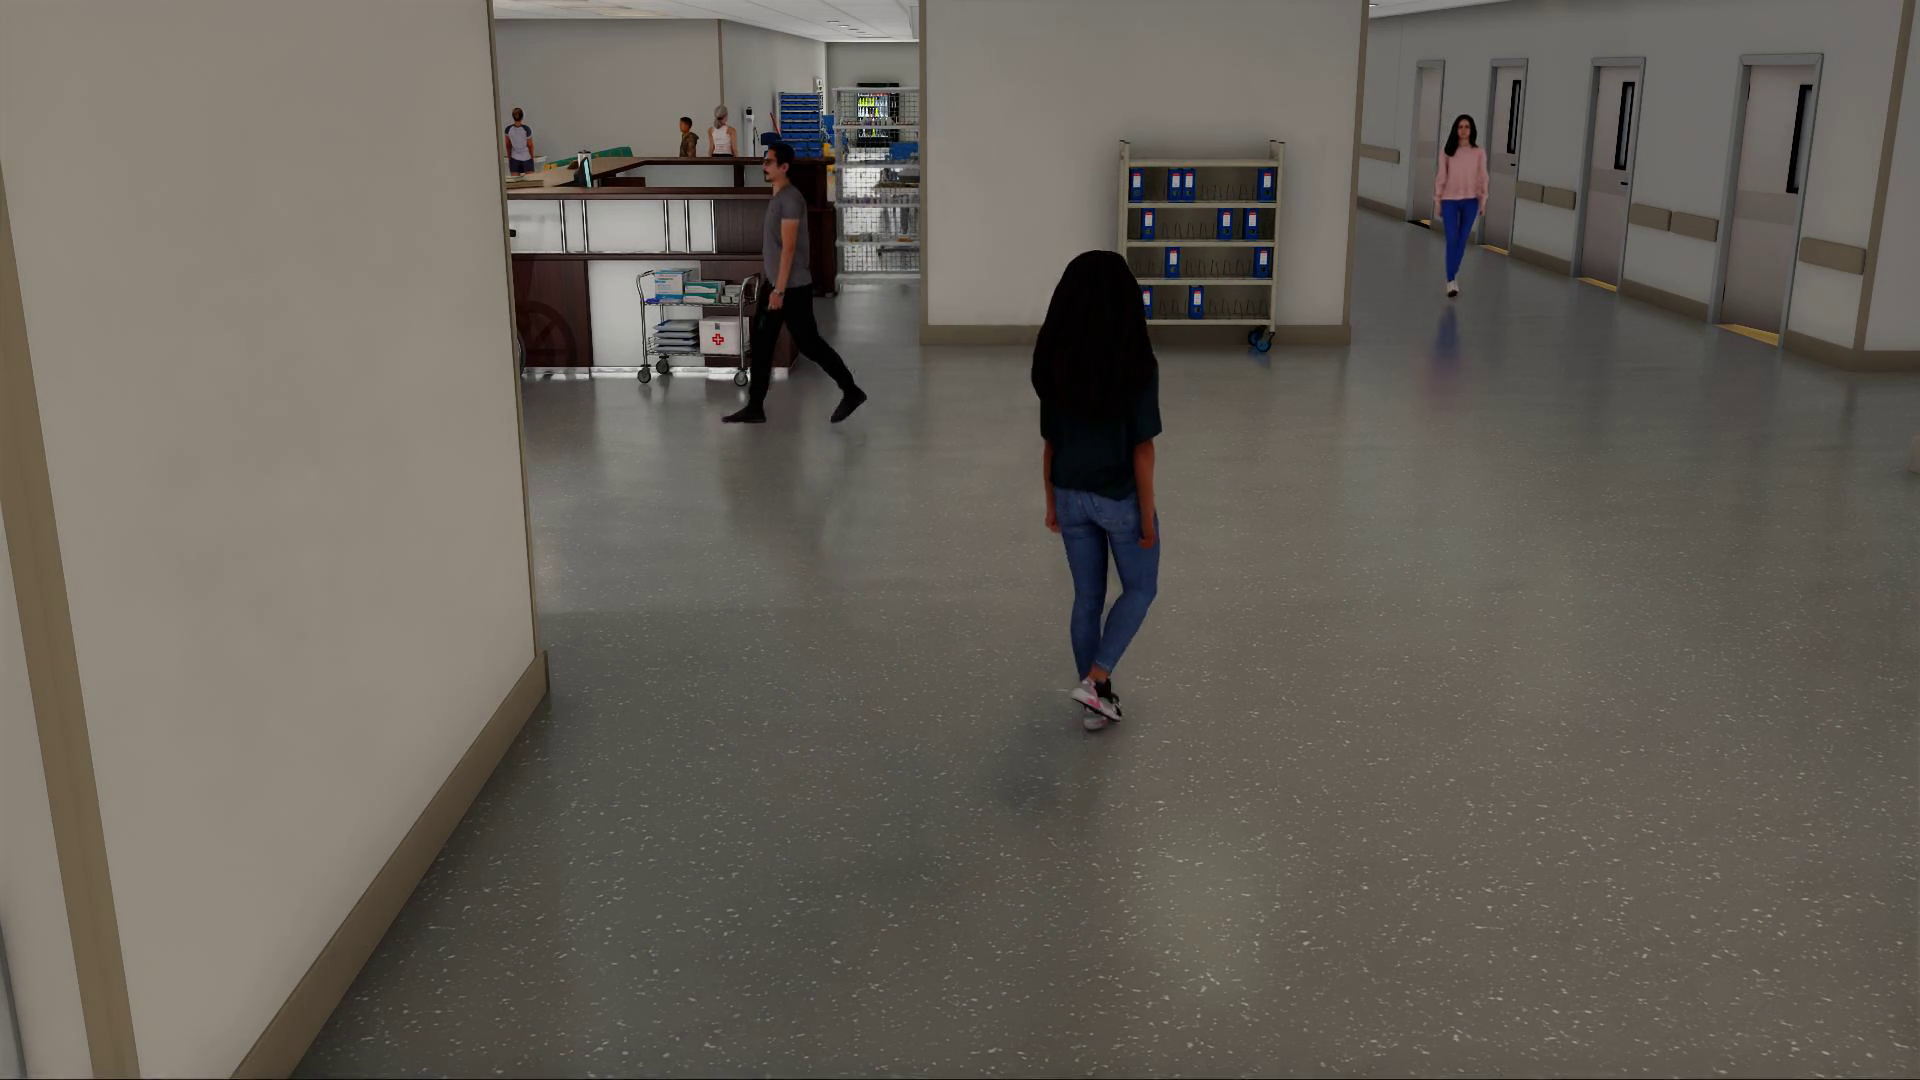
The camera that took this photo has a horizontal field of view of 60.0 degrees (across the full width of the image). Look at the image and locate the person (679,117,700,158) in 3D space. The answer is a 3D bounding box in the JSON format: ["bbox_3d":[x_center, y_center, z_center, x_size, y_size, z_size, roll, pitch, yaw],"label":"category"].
[{"bbox_3d":[-4.373,-6.085,26.874,0.700,1.452,0.667,-9,18,-30],"label":"person"}]

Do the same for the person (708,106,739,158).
[{"bbox_3d":[-3.369,-5.298,23.623,0.566,1.702,0.717,4,16,15],"label":"person"}]

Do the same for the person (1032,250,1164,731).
[{"bbox_3d":[0.434,-0.122,5.431,0.722,1.610,0.787,8,18,27],"label":"person"}]

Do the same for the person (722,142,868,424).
[{"bbox_3d":[-0.981,-1.562,10.318,1.233,1.731,0.969,-8,18,-26],"label":"person"}]

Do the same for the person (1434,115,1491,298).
[{"bbox_3d":[4.910,-3.254,16.344,1.146,1.717,0.877,3,16,11],"label":"person"}]

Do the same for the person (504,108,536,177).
[{"bbox_3d":[-6.817,-5.886,25.850,0.484,1.624,0.656,-1,16,-3],"label":"person"}]
